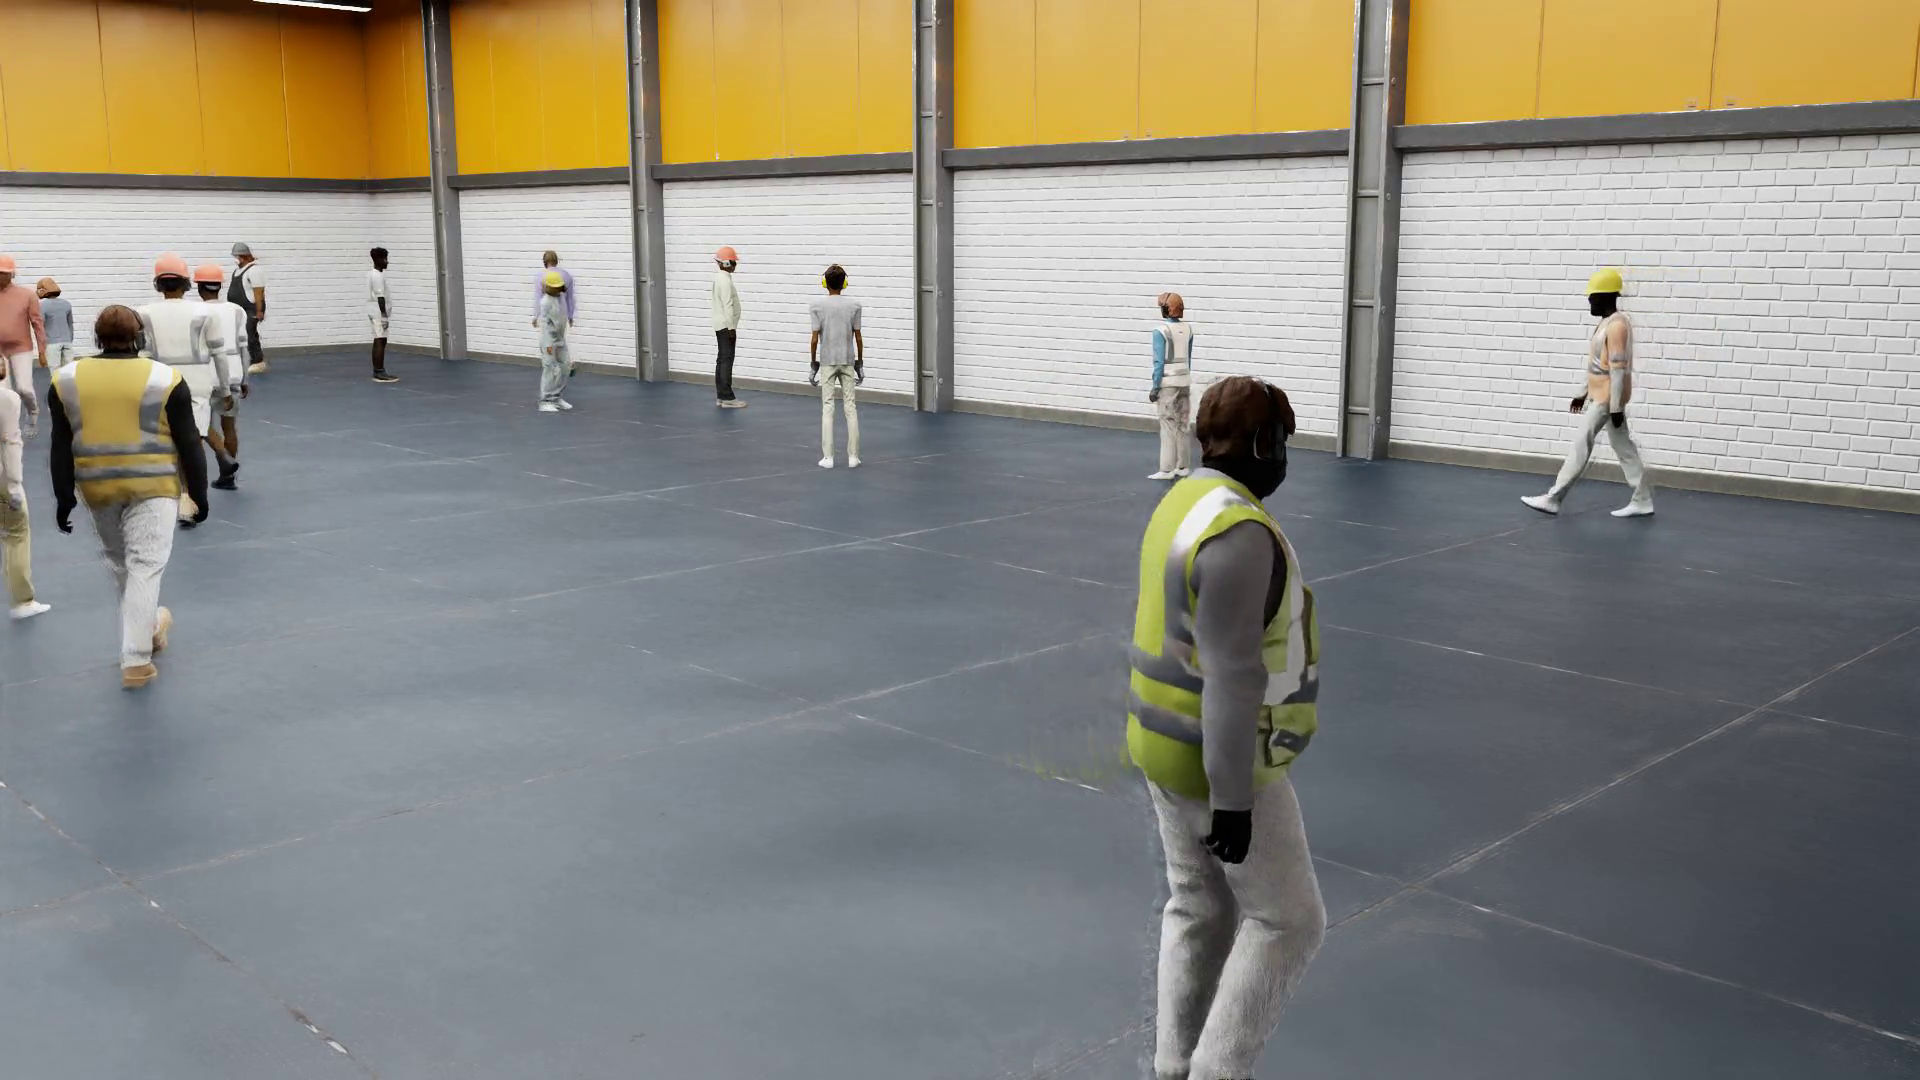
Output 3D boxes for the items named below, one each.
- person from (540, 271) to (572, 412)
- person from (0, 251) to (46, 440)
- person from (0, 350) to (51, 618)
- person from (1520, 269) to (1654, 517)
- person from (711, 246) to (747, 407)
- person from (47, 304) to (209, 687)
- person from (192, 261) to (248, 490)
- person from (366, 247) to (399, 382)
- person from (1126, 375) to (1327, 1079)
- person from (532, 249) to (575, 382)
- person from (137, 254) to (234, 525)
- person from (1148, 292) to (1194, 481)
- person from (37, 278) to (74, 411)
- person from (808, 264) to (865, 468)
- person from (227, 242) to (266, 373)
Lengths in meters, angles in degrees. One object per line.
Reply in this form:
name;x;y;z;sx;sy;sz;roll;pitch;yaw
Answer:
person;-4.916;-2.391;20.095;0.497;1.703;0.500;4;11;23
person;-9.615;-1.929;16.840;0.631;1.972;0.545;-4;11;-22
person;-5.322;-0.303;9.013;0.500;1.606;0.767;1;10;6
person;4.827;-1.096;12.566;0.981;1.872;0.611;4;11;19
person;-2.896;-2.647;20.699;0.376;1.997;0.612;-4;11;-19
person;-4.007;-0.243;8.125;0.655;1.794;0.963;-1;10;-8
person;-6.148;-1.348;13.822;0.515;1.922;0.551;9;14;42
person;-8.461;-3.289;24.281;0.362;1.963;0.613;-6;12;-29
person;0.612;0.528;3.913;0.436;1.813;0.667;-1;10;-6
person;-5.950;-3.272;24.318;0.426;1.926;0.644;8;13;36
person;-5.797;-1.116;12.387;0.615;2.000;1.036;-2;10;-8
person;1.844;-1.334;14.511;0.315;1.641;0.515;10;14;44
person;-10.967;-2.364;20.191;0.310;1.624;0.492;4;11;22
person;-1.140;-1.590;15.310;0.520;1.862;0.328;-2;11;-11
person;-10.996;-3.571;25.618;0.542;2.000;0.690;-9;14;-41
